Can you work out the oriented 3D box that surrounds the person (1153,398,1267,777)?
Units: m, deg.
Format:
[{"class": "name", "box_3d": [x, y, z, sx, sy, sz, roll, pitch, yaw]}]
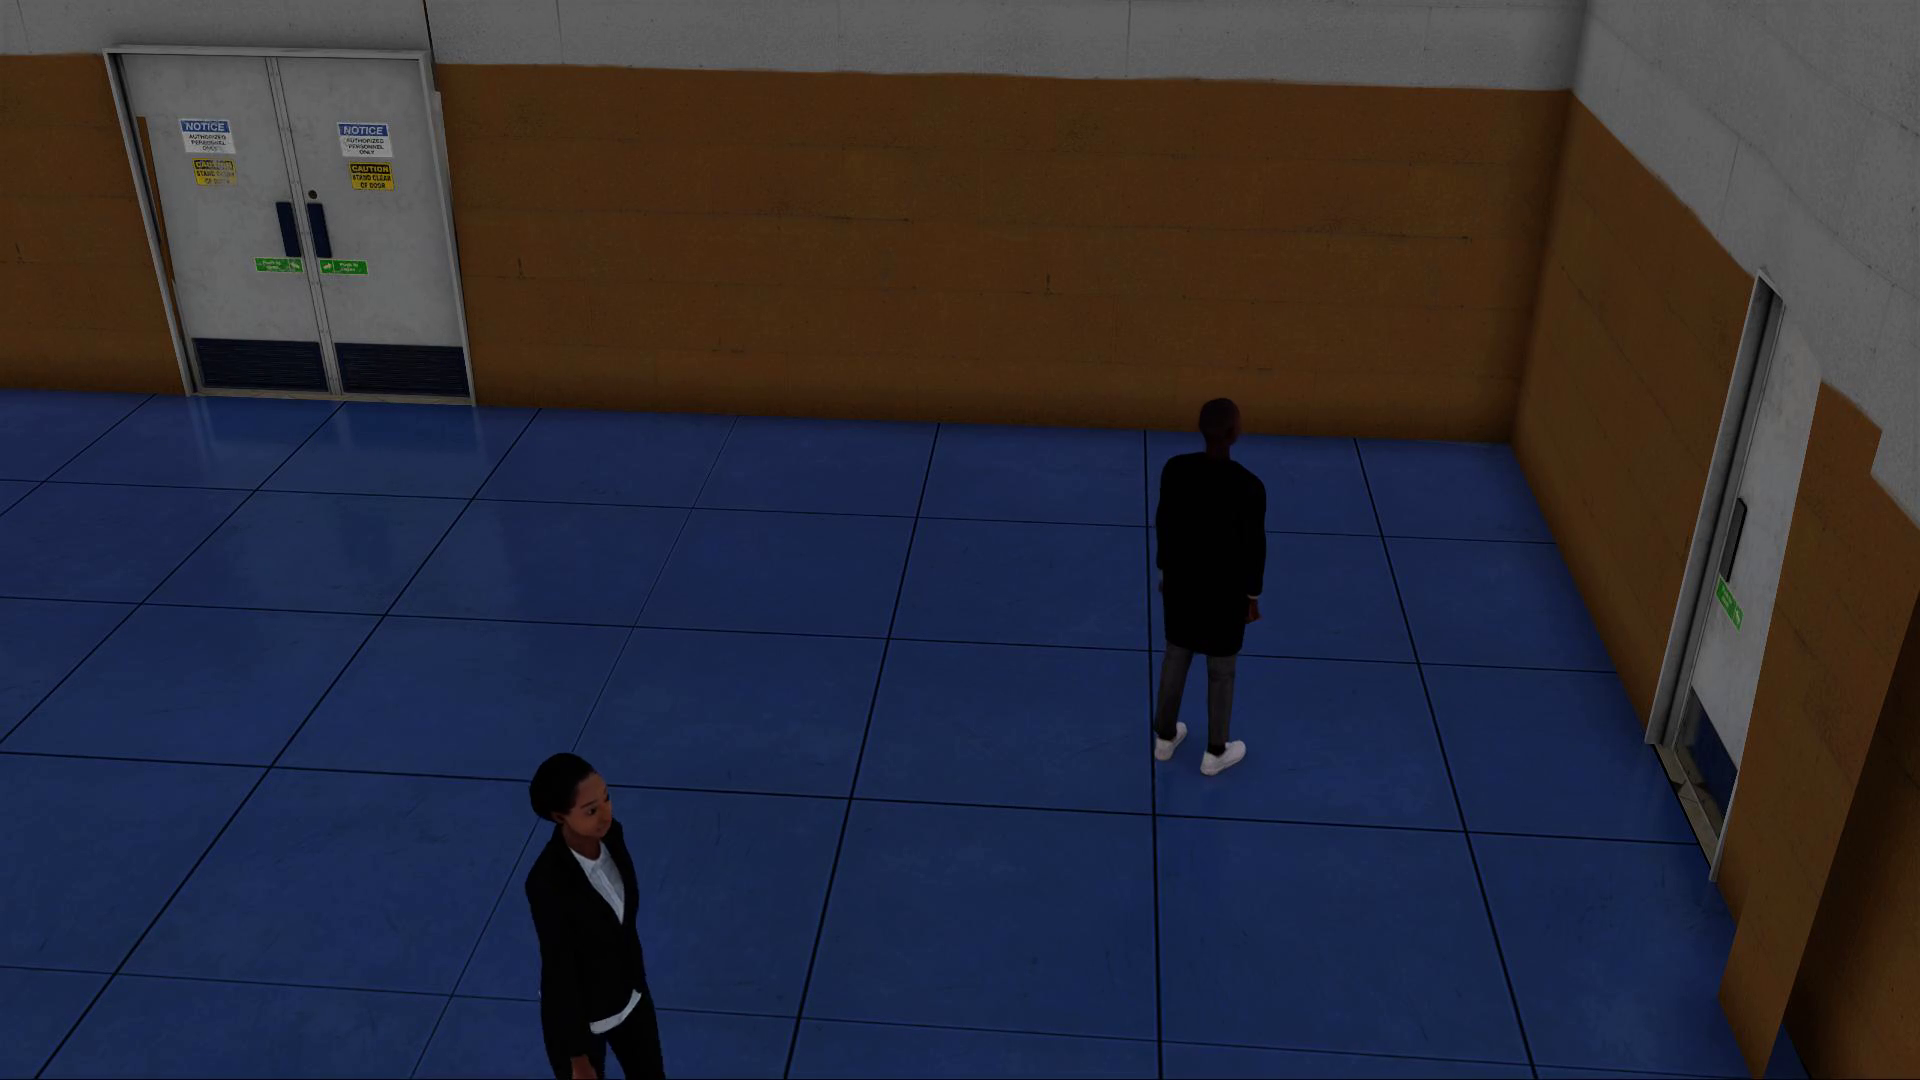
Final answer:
[{"class": "person", "box_3d": [1.057, 0.229, 7.226, 0.731, 1.712, 0.721, 17, 33, 28]}]

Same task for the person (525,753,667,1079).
[{"class": "person", "box_3d": [-1.159, 1.412, 4.956, 0.912, 1.811, 1.068, 13, 31, 22]}]
